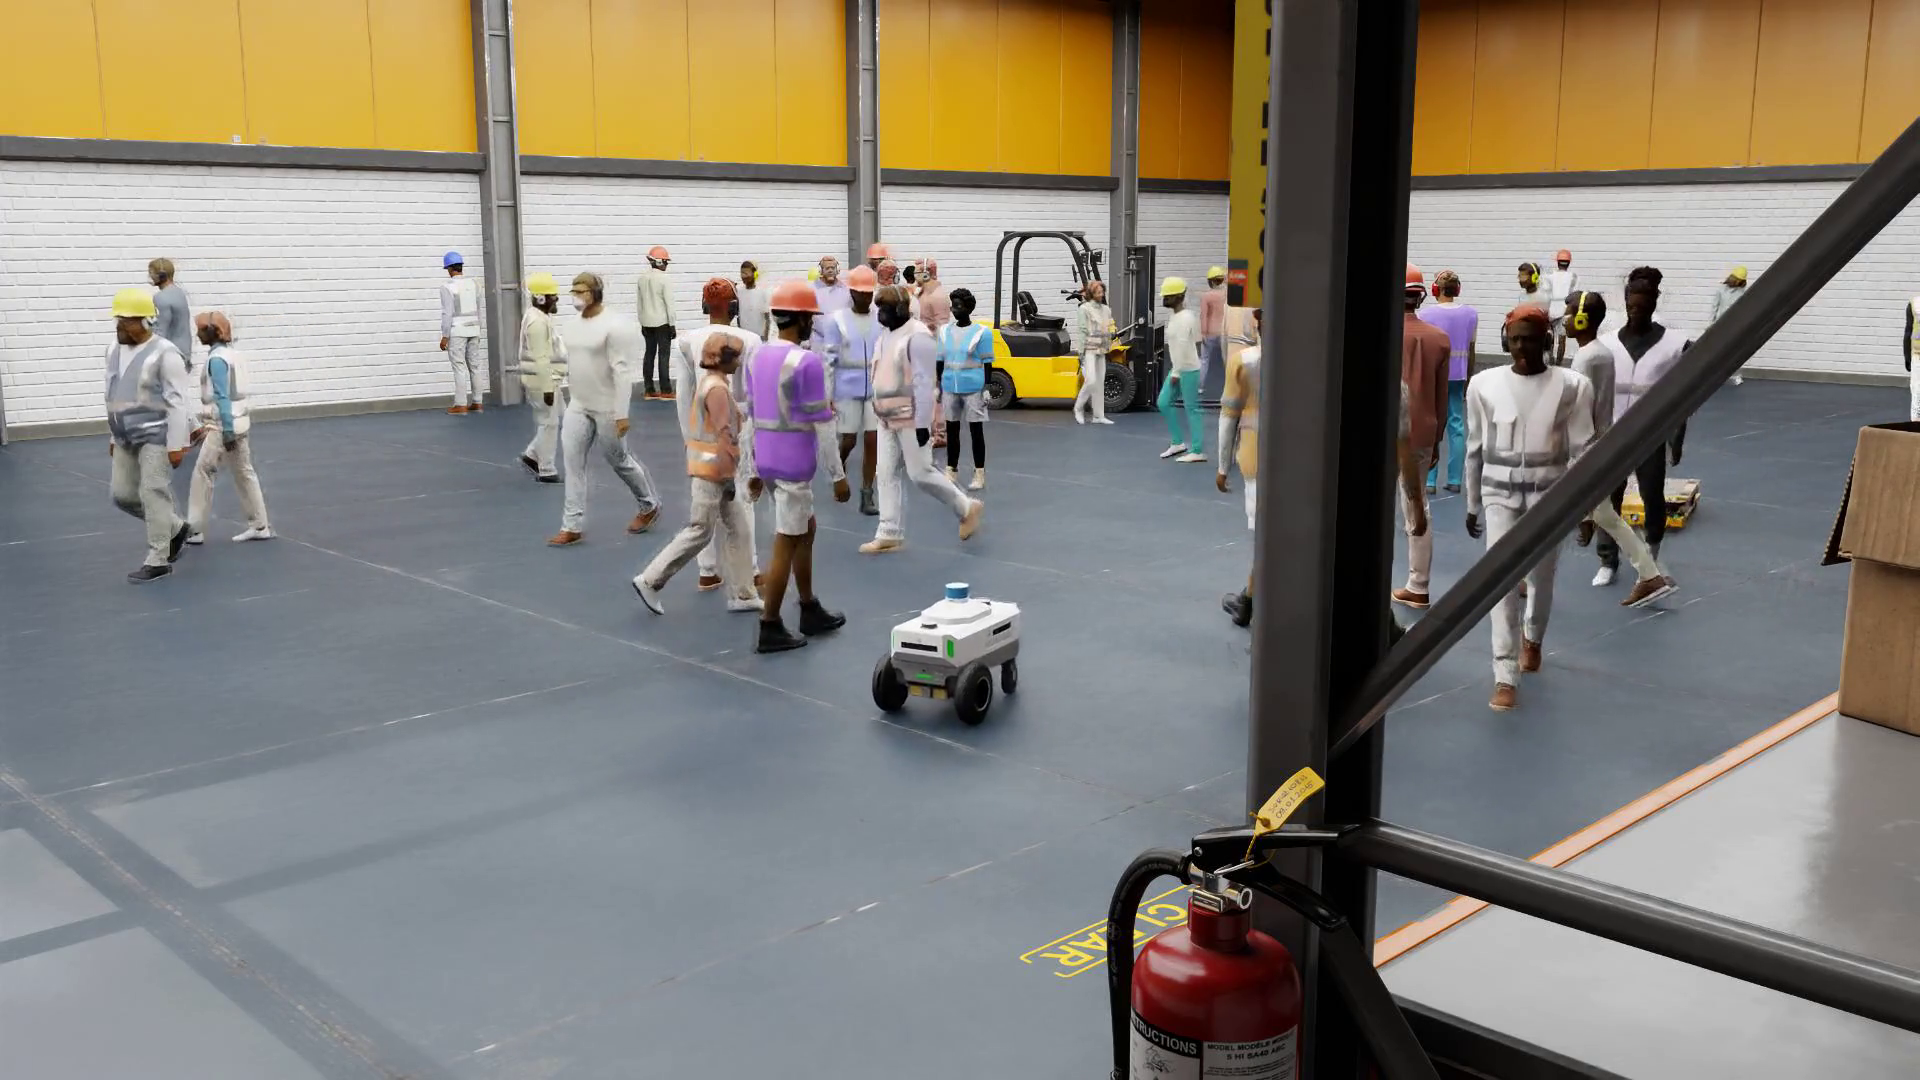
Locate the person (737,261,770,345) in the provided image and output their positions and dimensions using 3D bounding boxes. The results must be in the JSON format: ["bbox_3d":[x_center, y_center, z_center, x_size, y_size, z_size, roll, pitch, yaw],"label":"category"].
[{"bbox_3d":[-2.483,-2.360,19.603,0.554,1.818,0.957,5,11,24],"label":"person"}]

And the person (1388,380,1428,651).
[{"bbox_3d":[1.983,-0.206,7.919,0.961,1.793,0.540,-6,12,-31],"label":"person"}]

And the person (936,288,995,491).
[{"bbox_3d":[0.029,-1.256,13.933,0.540,1.695,0.317,5,12,27],"label":"person"}]

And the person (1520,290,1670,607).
[{"bbox_3d":[3.653,-0.519,9.583,0.951,1.828,0.538,7,12,33],"label":"person"}]

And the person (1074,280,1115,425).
[{"bbox_3d":[1.490,-2.089,18.659,0.353,1.629,0.598,10,14,43],"label":"person"}]

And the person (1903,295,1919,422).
[{"bbox_3d":[10.167,-1.927,17.325,0.624,1.805,0.926,6,12,28],"label":"person"}]

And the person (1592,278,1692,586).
[{"bbox_3d":[4.230,-0.689,10.361,0.588,1.880,0.934,7,12,33],"label":"person"}]

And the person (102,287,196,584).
[{"bbox_3d":[-5.011,-0.652,10.299,0.612,1.819,0.510,5,11,25],"label":"person"}]

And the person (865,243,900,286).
[{"bbox_3d":[-1.070,-2.818,21.552,0.643,2.022,0.546,7,12,32],"label":"person"}]

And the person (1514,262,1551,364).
[{"bbox_3d":[6.043,-2.004,17.588,0.407,1.850,0.541,-4,11,-21],"label":"person"}]

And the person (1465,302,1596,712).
[{"bbox_3d":[2.664,-0.195,7.803,0.602,1.847,0.993,4,11,22],"label":"person"}]

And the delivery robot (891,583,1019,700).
[{"bbox_3d":[-0.013,0.439,7.548,0.477,0.478,0.707,5,12,27],"label":"delivery robot"}]

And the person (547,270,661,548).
[{"bbox_3d":[-2.495,-0.933,11.624,0.636,1.906,0.967,7,12,32],"label":"person"}]

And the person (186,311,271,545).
[{"bbox_3d":[-5.184,-0.759,11.459,0.761,1.605,0.535,-3,11,-14],"label":"person"}]

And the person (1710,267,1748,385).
[{"bbox_3d":[11.061,-3.057,23.808,0.596,1.685,0.638,9,14,42],"label":"person"}]

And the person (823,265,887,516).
[{"bbox_3d":[-0.795,-1.162,12.839,0.557,1.915,0.633,-4,11,-20],"label":"person"}]

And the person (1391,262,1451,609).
[{"bbox_3d":[2.481,-0.577,9.457,0.622,1.987,0.406,-5,11,-24],"label":"person"}]

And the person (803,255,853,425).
[{"bbox_3d":[-1.457,-2.207,18.542,0.637,1.911,0.403,-3,11,-18],"label":"person"}]

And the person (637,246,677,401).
[{"bbox_3d":[-3.905,-2.801,21.555,0.616,1.989,0.394,7,13,35],"label":"person"}]

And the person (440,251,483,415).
[{"bbox_3d":[-5.947,-2.454,19.805,0.402,1.938,0.604,6,12,28],"label":"person"}]

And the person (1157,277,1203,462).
[{"bbox_3d":[2.073,-1.588,15.629,0.513,1.740,0.534,-1,10,-8],"label":"person"}]

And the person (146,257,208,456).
[{"bbox_3d":[-7.640,-1.756,16.037,0.425,1.924,0.633,-3,11,-15],"label":"person"}]

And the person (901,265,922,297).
[{"bbox_3d":[-0.744,-3.207,24.598,0.533,1.691,0.322,5,12,25],"label":"person"}]

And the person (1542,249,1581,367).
[{"bbox_3d":[9.055,-3.423,25.123,0.577,1.923,0.400,3,11,18],"label":"person"}]

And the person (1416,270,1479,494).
[{"bbox_3d":[3.984,-1.291,13.715,0.563,1.847,0.390,-3,11,-16],"label":"person"}]

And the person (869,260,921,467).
[{"bbox_3d":[-0.656,-1.622,15.356,0.643,1.908,0.410,1,10,5],"label":"person"}]

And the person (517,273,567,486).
[{"bbox_3d":[-3.524,-1.357,14.152,0.423,1.813,0.612,-2,11,-13],"label":"person"}]

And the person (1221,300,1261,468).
[{"bbox_3d":[2.651,-1.623,15.311,0.382,1.923,0.593,-6,12,-28],"label":"person"}]

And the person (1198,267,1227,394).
[{"bbox_3d":[3.390,-2.752,22.048,0.525,1.716,0.953,-3,11,-18],"label":"person"}]

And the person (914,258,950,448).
[{"bbox_3d":[-0.324,-1.872,16.730,0.399,1.905,0.642,-3,11,-18],"label":"person"}]

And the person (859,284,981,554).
[{"bbox_3d":[-0.290,-0.814,11.225,0.807,1.814,0.658,-6,12,-31],"label":"person"}]

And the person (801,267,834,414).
[{"bbox_3d":[-1.652,-2.288,19.393,0.524,1.760,0.327,6,12,30],"label":"person"}]

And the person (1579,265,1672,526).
[{"bbox_3d":[4.884,-1.045,12.186,0.997,1.924,0.639,-7,12,-32],"label":"person"}]

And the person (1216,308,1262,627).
[{"bbox_3d":[1.620,-0.400,8.776,0.542,1.873,0.937,-4,11,-20],"label":"person"}]

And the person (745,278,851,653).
[{"bbox_3d":[-0.780,-0.386,8.619,0.786,1.911,0.550,-8,13,-37],"label":"person"}]

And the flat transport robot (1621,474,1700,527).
[{"bbox_3d":[5.238,-0.315,12.692,0.652,0.197,1.431,6,12,28],"label":"flat transport robot"}]

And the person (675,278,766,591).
[{"bbox_3d":[-1.402,-0.616,9.936,0.576,1.882,0.355,3,11,14],"label":"person"}]

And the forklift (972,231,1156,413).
[{"bbox_3d":[1.222,-2.721,20.561,2.313,2.155,1.214,2,11,13],"label":"forklift"}]

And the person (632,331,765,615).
[{"bbox_3d":[-1.452,-0.366,9.329,0.775,1.602,0.525,-1,10,-7],"label":"person"}]
